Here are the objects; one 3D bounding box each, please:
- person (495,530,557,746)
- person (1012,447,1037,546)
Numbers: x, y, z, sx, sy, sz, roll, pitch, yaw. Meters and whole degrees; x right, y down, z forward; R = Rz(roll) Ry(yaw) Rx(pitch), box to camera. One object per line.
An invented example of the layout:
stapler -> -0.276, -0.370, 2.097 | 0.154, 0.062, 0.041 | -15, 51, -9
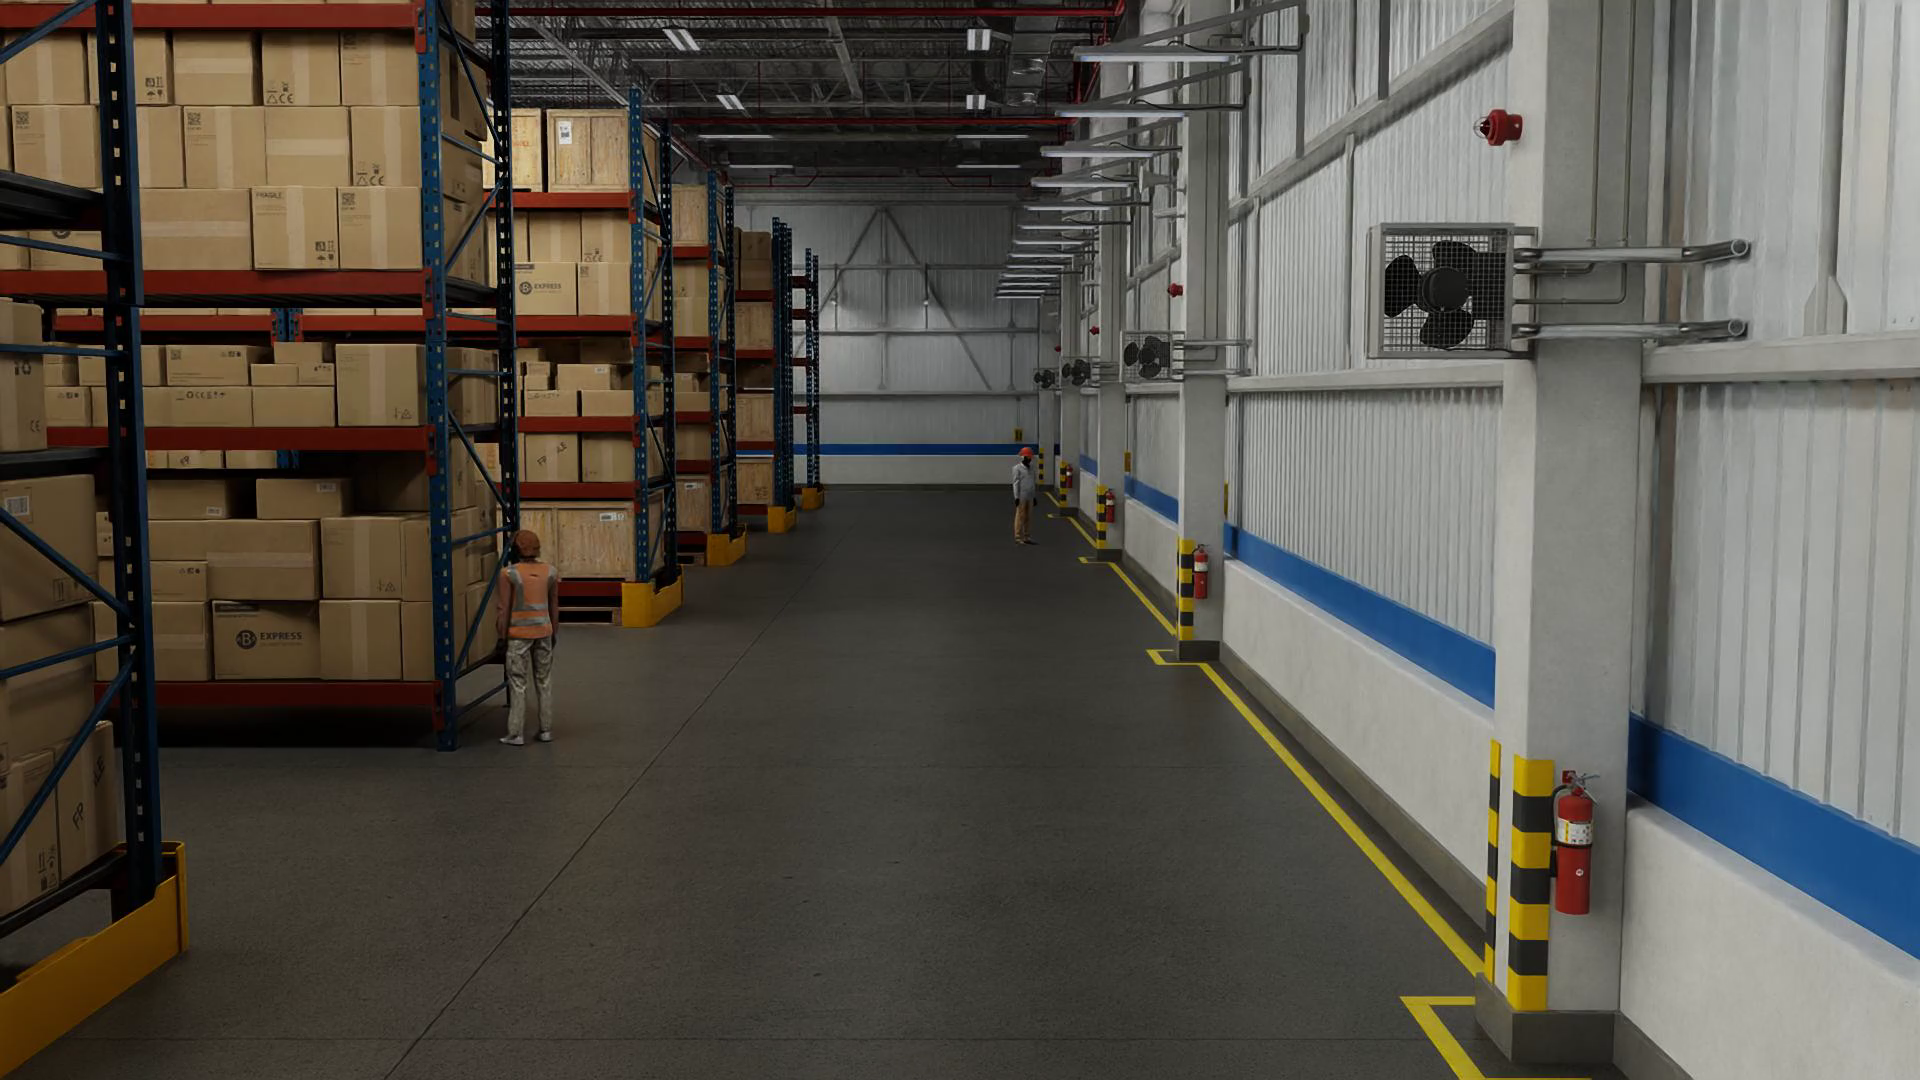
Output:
person -> -3.261, 0.736, 12.548 | 0.314, 1.631, 0.518 | 5, 7, 43
person -> 1.157, -0.774, 29.393 | 0.320, 1.755, 0.563 | 4, 7, 42
